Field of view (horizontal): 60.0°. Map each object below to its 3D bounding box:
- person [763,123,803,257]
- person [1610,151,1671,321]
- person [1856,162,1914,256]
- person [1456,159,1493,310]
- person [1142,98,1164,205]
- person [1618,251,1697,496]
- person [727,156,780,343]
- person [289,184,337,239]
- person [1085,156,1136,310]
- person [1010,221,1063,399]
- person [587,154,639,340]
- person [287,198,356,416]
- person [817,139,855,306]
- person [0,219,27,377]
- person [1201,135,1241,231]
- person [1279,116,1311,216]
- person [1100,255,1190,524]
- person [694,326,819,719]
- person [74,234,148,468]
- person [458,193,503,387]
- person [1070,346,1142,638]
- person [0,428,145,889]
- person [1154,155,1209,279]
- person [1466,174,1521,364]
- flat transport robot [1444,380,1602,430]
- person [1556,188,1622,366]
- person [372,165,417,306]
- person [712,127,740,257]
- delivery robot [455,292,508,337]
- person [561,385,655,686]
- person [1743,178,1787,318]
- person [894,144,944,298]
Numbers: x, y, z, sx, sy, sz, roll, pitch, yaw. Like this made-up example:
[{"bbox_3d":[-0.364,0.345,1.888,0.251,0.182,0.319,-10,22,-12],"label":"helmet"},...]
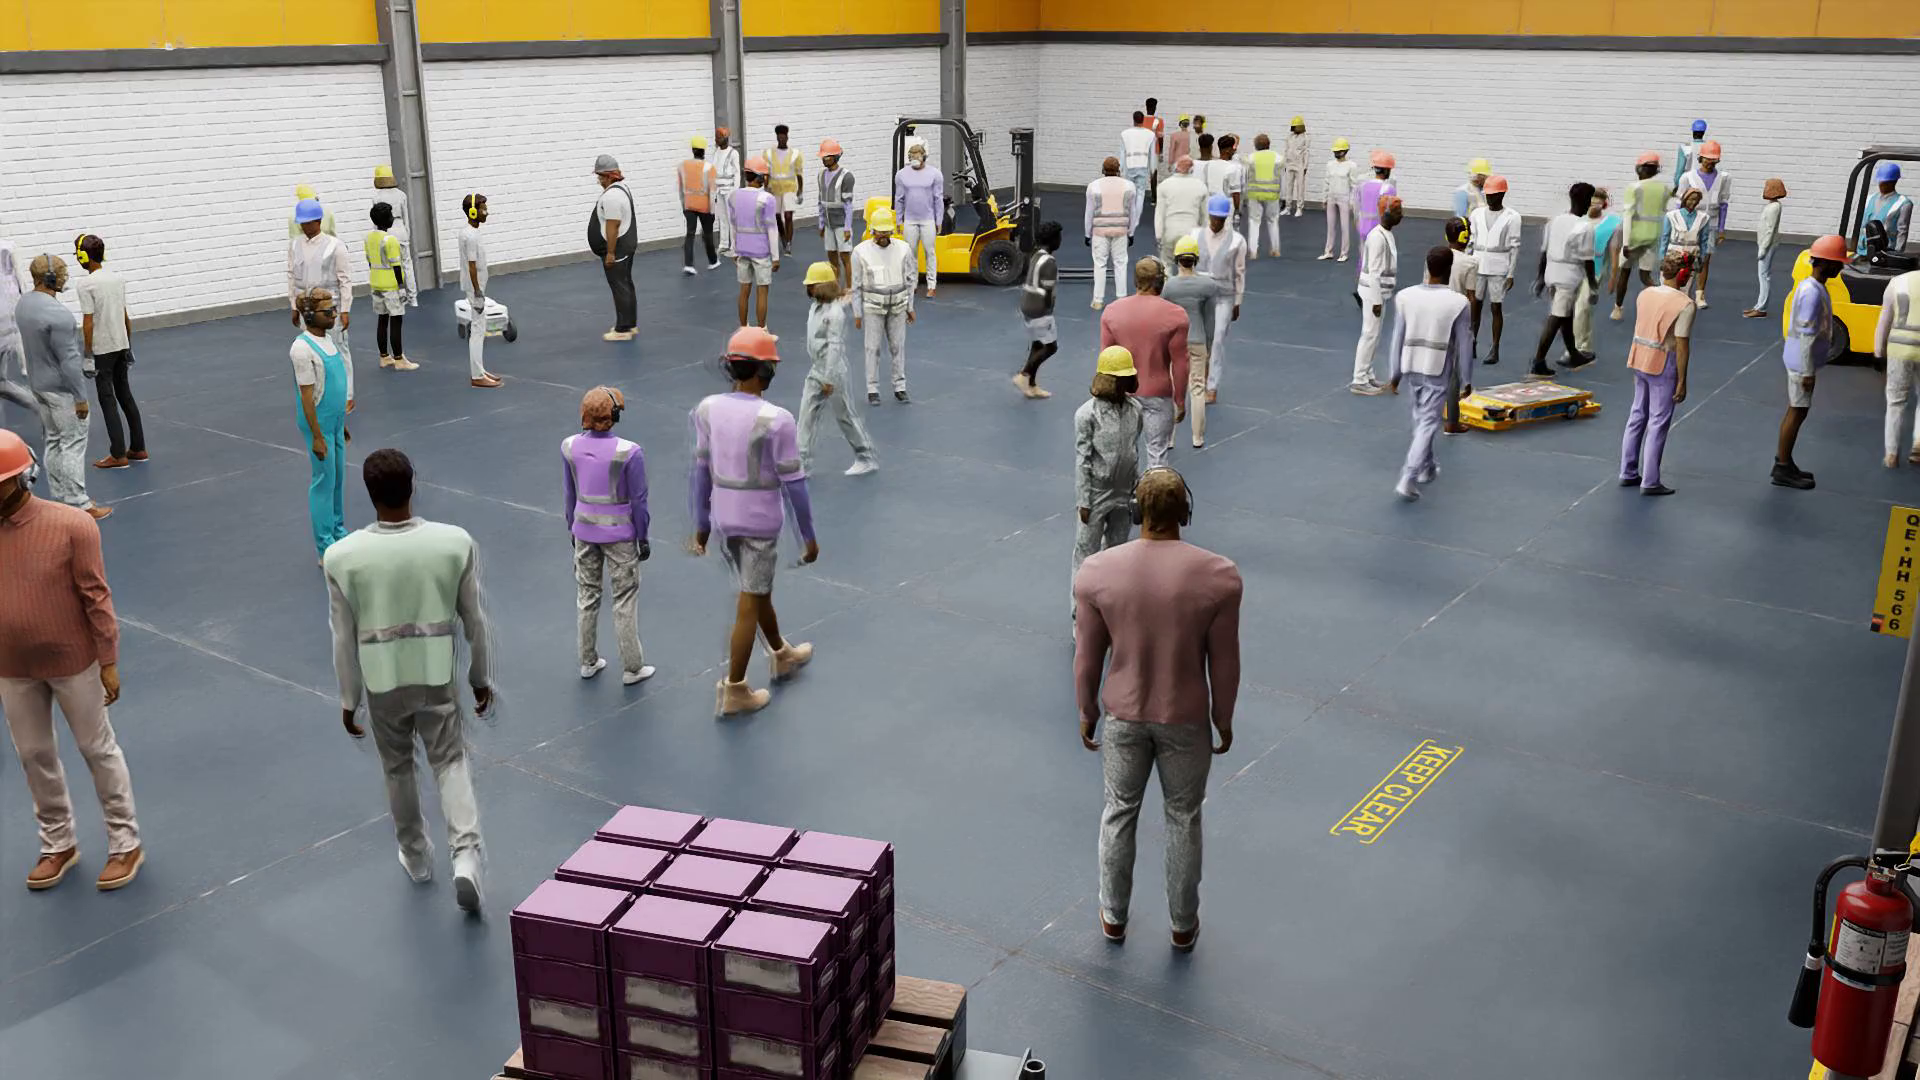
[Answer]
[{"bbox_3d":[-2.624,-5.236,24.791,0.593,1.938,0.848,1,18,4],"label":"person"},{"bbox_3d":[7.915,-3.462,19.195,0.616,1.991,0.866,-3,18,-8],"label":"person"},{"bbox_3d":[10.098,-3.167,18.314,0.391,1.947,0.602,-8,19,-23],"label":"person"},{"bbox_3d":[6.221,-3.675,20.114,0.634,1.819,0.471,-16,24,-41],"label":"person"},{"bbox_3d":[3.531,-7.260,31.084,0.607,1.966,0.373,10,21,30],"label":"person"},{"bbox_3d":[5.231,-1.245,12.484,0.387,1.838,0.562,-5,18,-15],"label":"person"},{"bbox_3d":[-2.218,-3.144,18.111,0.611,2.032,0.410,10,20,28],"label":"person"},{"bbox_3d":[-7.113,-3.074,18.377,0.540,1.723,0.704,-13,22,-34],"label":"person"},{"bbox_3d":[1.821,-3.732,20.252,0.634,1.841,0.429,-2,18,-5],"label":"person"},{"bbox_3d":[0.740,-2.117,15.455,0.432,1.672,0.543,-4,18,-12],"label":"person"},{"bbox_3d":[-3.847,-3.253,18.432,0.537,2.000,0.688,0,18,0],"label":"person"},{"bbox_3d":[-5.735,-2.083,14.924,0.604,1.947,0.387,3,18,11],"label":"person"},{"bbox_3d":[-1.551,-3.899,20.477,0.601,2.035,0.417,16,24,41],"label":"person"},{"bbox_3d":[-9.514,-2.419,16.476,0.522,1.636,0.310,-5,18,-14],"label":"person"},{"bbox_3d":[3.450,-4.345,21.965,0.365,1.964,0.610,-17,24,-42],"label":"person"},{"bbox_3d":[5.926,-6.604,29.405,0.483,1.738,0.312,15,23,39],"label":"person"},{"bbox_3d":[1.275,-0.997,11.543,0.631,1.936,0.362,8,19,22],"label":"person"},{"bbox_3d":[-0.996,-0.120,8.698,0.649,1.994,0.967,12,21,33],"label":"person"},{"bbox_3d":[-6.801,-1.497,13.249,0.341,1.854,0.524,3,18,10],"label":"person"},{"bbox_3d":[-4.657,-2.405,16.078,0.324,1.861,0.510,-6,19,-18],"label":"person"},{"bbox_3d":[0.861,-0.252,9.526,0.483,1.745,0.302,-13,22,-36],"label":"person"},{"bbox_3d":[-3.758,0.497,6.805,0.626,1.982,0.409,-1,18,-3],"label":"person"},{"bbox_3d":[2.654,-3.675,20.047,0.666,1.863,0.836,0,18,0],"label":"person"},{"bbox_3d":[5.443,-2.781,17.123,0.552,1.935,0.365,15,23,39],"label":"person"},{"bbox_3d":[5.041,-1.229,14.960,1.431,0.197,0.652,-11,21,-30],"label":"flat transport robot"},{"bbox_3d":[6.363,-2.695,17.062,0.872,1.799,0.607,-11,21,-31],"label":"person"},{"bbox_3d":[-6.946,-3.696,20.318,0.324,1.737,0.488,12,21,33],"label":"person"},{"bbox_3d":[-3.472,-5.145,24.607,0.355,1.883,0.573,-16,24,-42],"label":"person"},{"bbox_3d":[-5.280,-2.510,18.349,0.477,0.478,0.707,-13,22,-37],"label":"delivery robot"},{"bbox_3d":[-1.905,-0.017,8.980,0.514,1.631,0.318,7,19,20],"label":"person"},{"bbox_3d":[9.552,-3.456,19.725,0.286,1.633,0.499,8,20,25],"label":"person"},{"bbox_3d":[-0.517,-4.041,21.086,0.636,1.930,0.382,4,18,11],"label":"person"}]
